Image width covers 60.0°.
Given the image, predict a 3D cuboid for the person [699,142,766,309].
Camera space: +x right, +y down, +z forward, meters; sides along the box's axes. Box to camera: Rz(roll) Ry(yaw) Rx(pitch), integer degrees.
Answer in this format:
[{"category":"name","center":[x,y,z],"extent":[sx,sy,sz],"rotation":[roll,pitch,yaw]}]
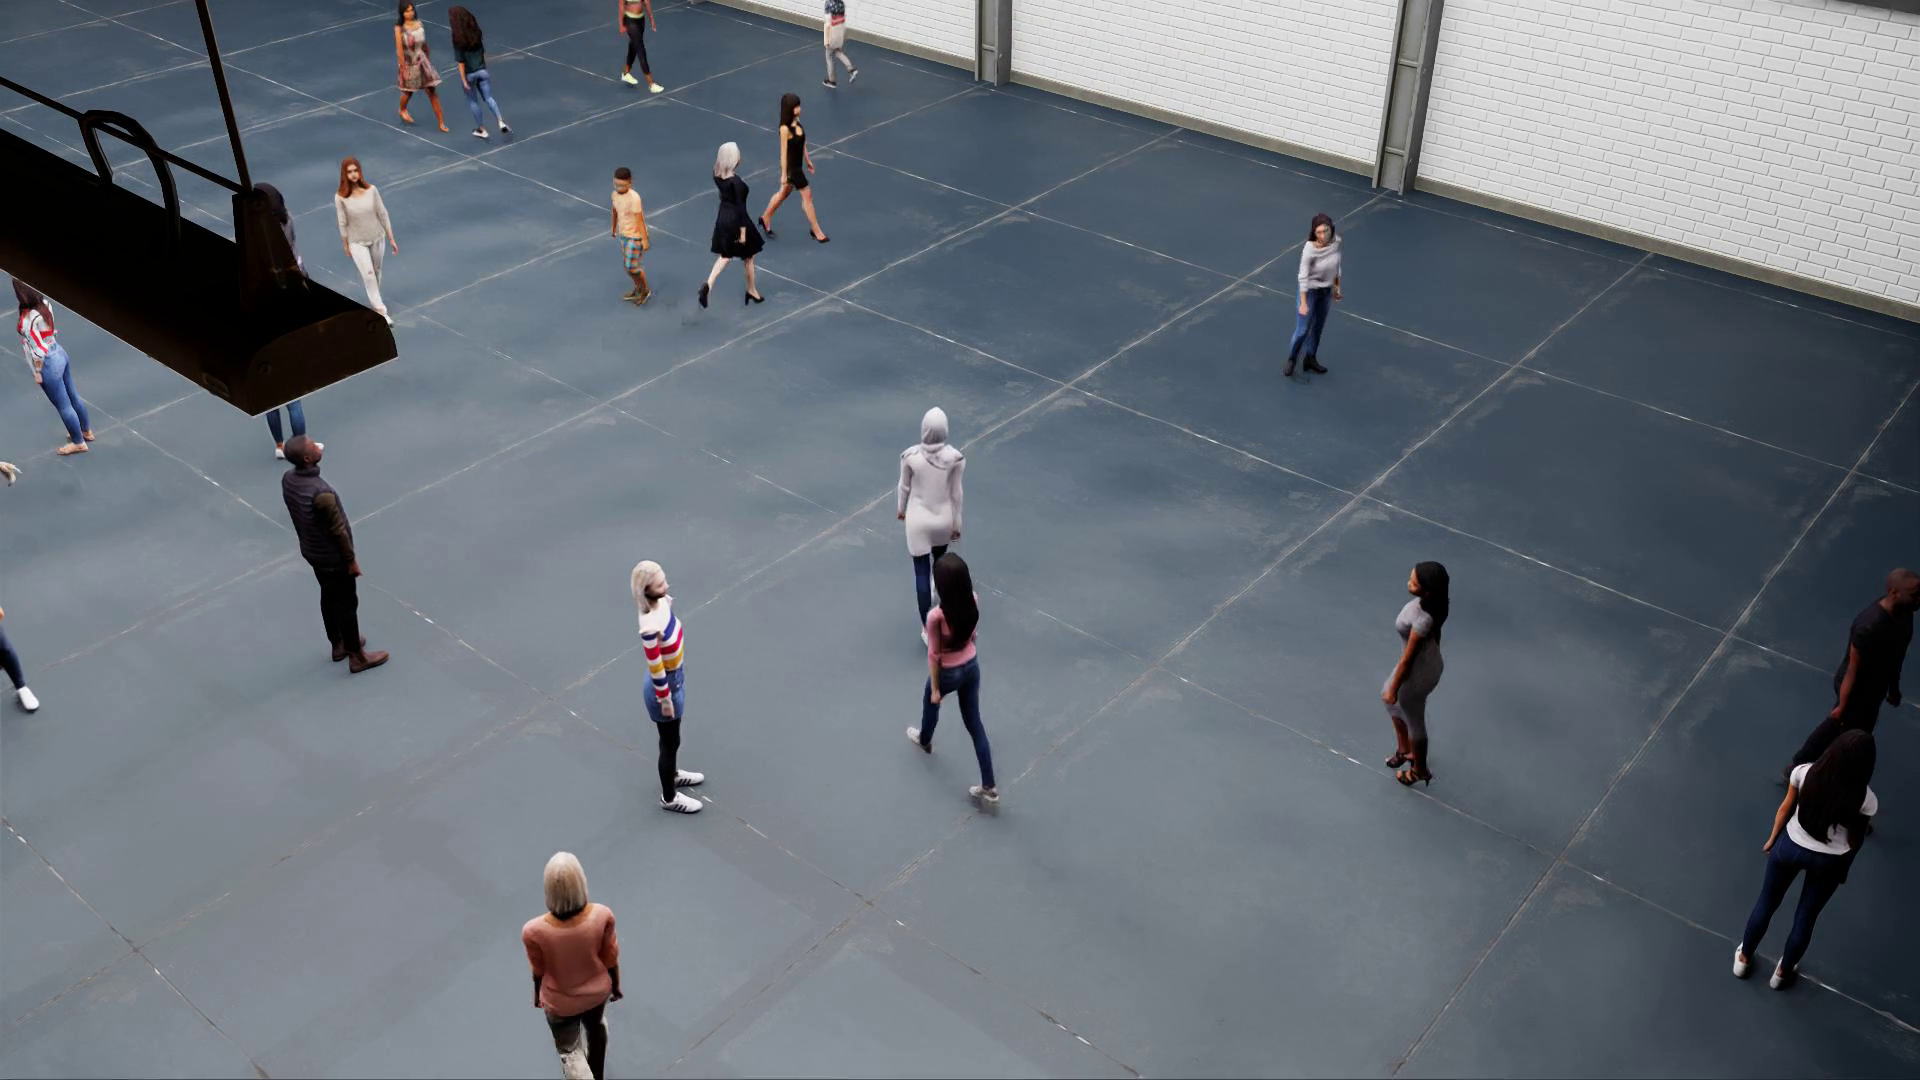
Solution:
[{"category":"person","center":[-2.252,-3.000,16.125],"extent":[0.712,1.726,0.955],"rotation":[-29,43,-36]}]

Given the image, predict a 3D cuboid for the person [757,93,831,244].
[{"category":"person","center":[-1.855,-3.925,17.622],"extent":[1.123,1.609,0.897],"rotation":[7,34,10]}]

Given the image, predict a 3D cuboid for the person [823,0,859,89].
[{"category":"person","center":[-1.602,-6.664,21.907],"extent":[0.743,1.428,0.556],"rotation":[21,39,28]}]

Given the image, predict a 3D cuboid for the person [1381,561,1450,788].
[{"category":"person","center":[2.909,0.887,10.245],"extent":[0.701,1.762,0.679],"rotation":[19,38,26]}]

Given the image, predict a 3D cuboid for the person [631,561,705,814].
[{"category":"person","center":[-1.819,0.885,10.204],"extent":[0.763,1.809,0.710],"rotation":[-2,34,-3]}]

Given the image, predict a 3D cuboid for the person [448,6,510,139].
[{"category":"person","center":[-5.887,-5.674,20.264],"extent":[0.787,1.597,0.603],"rotation":[26,42,33]}]

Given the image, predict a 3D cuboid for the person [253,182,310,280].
[{"category":"person","center":[-6.096,-2.419,15.254],"extent":[1.154,1.722,0.765],"rotation":[16,37,22]}]

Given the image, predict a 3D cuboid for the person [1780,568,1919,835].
[{"category":"person","center":[5.474,0.910,10.162],"extent":[0.723,1.815,0.890],"rotation":[-27,42,-34]}]

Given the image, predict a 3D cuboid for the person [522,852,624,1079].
[{"category":"person","center":[-1.876,2.277,8.206],"extent":[0.830,1.704,1.069],"rotation":[-16,37,-22]}]

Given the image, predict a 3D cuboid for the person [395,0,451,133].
[{"category":"person","center":[-6.790,-5.872,20.554],"extent":[1.144,1.606,0.659],"rotation":[24,40,31]}]

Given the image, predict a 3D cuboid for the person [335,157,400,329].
[{"category":"person","center":[-5.744,-2.900,16.028],"extent":[0.765,1.667,1.163],"rotation":[-23,40,-30]}]

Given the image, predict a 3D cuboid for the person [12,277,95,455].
[{"category":"person","center":[-7.626,-1.492,13.958],"extent":[0.708,1.613,0.643],"rotation":[-4,34,-5]}]

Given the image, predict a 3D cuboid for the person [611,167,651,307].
[{"category":"person","center":[-3.188,-3.004,16.384],"extent":[0.725,1.446,0.489],"rotation":[-26,41,-33]}]

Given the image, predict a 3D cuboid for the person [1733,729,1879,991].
[{"category":"person","center":[4.574,1.727,8.969],"extent":[0.465,1.775,0.652],"rotation":[22,40,30]}]

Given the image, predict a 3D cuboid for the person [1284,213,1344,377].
[{"category":"person","center":[3.211,-2.227,15.055],"extent":[0.632,1.622,0.701],"rotation":[29,43,36]}]

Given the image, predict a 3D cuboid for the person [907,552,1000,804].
[{"category":"person","center":[0.021,0.877,10.318],"extent":[0.766,1.698,1.200],"rotation":[-24,40,-31]}]

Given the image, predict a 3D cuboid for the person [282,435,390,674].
[{"category":"person","center":[-4.326,0.086,11.383],"extent":[0.493,1.835,0.745],"rotation":[26,41,33]}]

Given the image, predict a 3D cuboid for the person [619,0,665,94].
[{"category":"person","center":[-4.319,-6.754,21.791],"extent":[1.124,1.706,0.630],"rotation":[22,40,30]}]

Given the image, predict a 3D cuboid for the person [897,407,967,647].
[{"category":"person","center":[-0.219,-0.070,11.702],"extent":[1.131,1.743,1.165],"rotation":[-1,34,-1]}]
